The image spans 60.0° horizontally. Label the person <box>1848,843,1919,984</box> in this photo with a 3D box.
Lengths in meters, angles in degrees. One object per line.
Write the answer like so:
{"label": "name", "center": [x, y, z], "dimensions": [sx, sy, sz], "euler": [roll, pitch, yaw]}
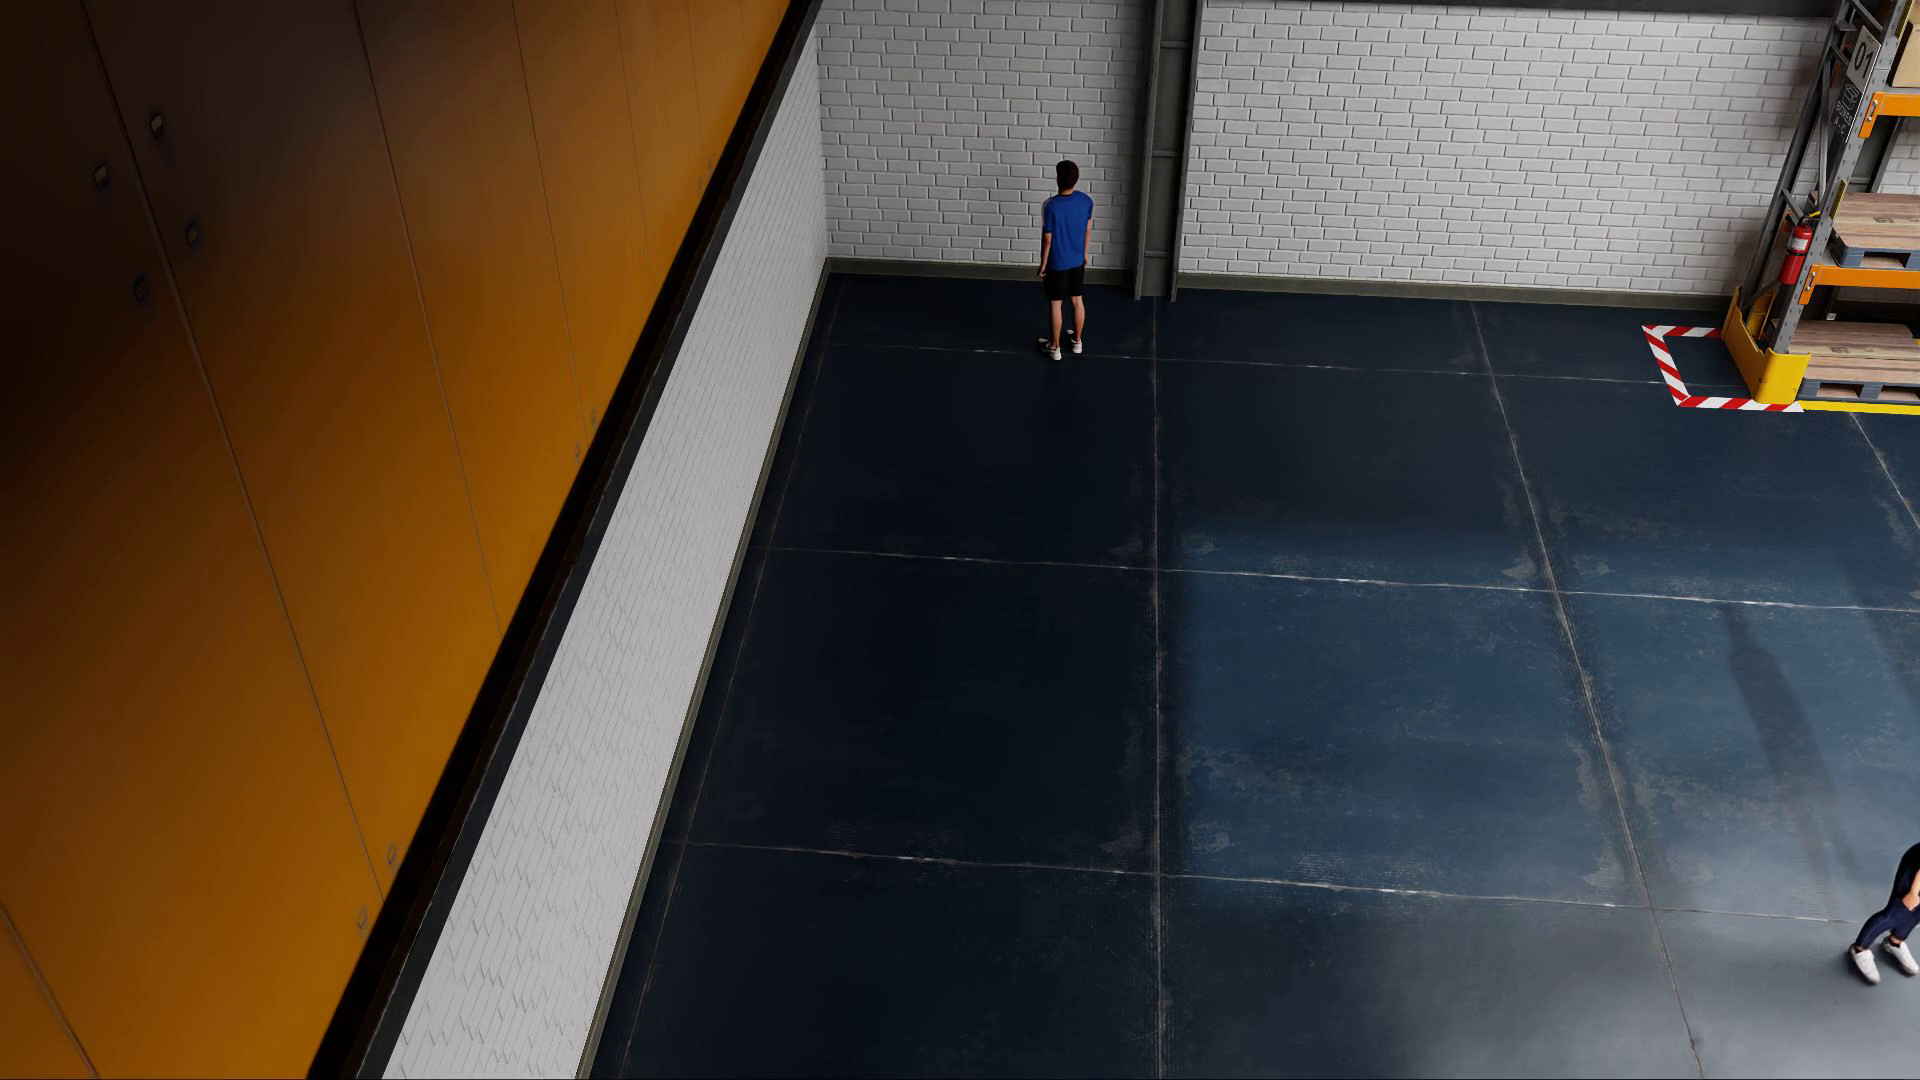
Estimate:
{"label": "person", "center": [5.460, 1.869, 9.351], "dimensions": [0.561, 1.624, 0.686], "euler": [-10, 40, -12]}

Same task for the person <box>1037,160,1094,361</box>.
{"label": "person", "center": [0.920, -2.462, 14.580], "dimensions": [0.697, 1.866, 0.808], "euler": [-16, 41, -19]}
